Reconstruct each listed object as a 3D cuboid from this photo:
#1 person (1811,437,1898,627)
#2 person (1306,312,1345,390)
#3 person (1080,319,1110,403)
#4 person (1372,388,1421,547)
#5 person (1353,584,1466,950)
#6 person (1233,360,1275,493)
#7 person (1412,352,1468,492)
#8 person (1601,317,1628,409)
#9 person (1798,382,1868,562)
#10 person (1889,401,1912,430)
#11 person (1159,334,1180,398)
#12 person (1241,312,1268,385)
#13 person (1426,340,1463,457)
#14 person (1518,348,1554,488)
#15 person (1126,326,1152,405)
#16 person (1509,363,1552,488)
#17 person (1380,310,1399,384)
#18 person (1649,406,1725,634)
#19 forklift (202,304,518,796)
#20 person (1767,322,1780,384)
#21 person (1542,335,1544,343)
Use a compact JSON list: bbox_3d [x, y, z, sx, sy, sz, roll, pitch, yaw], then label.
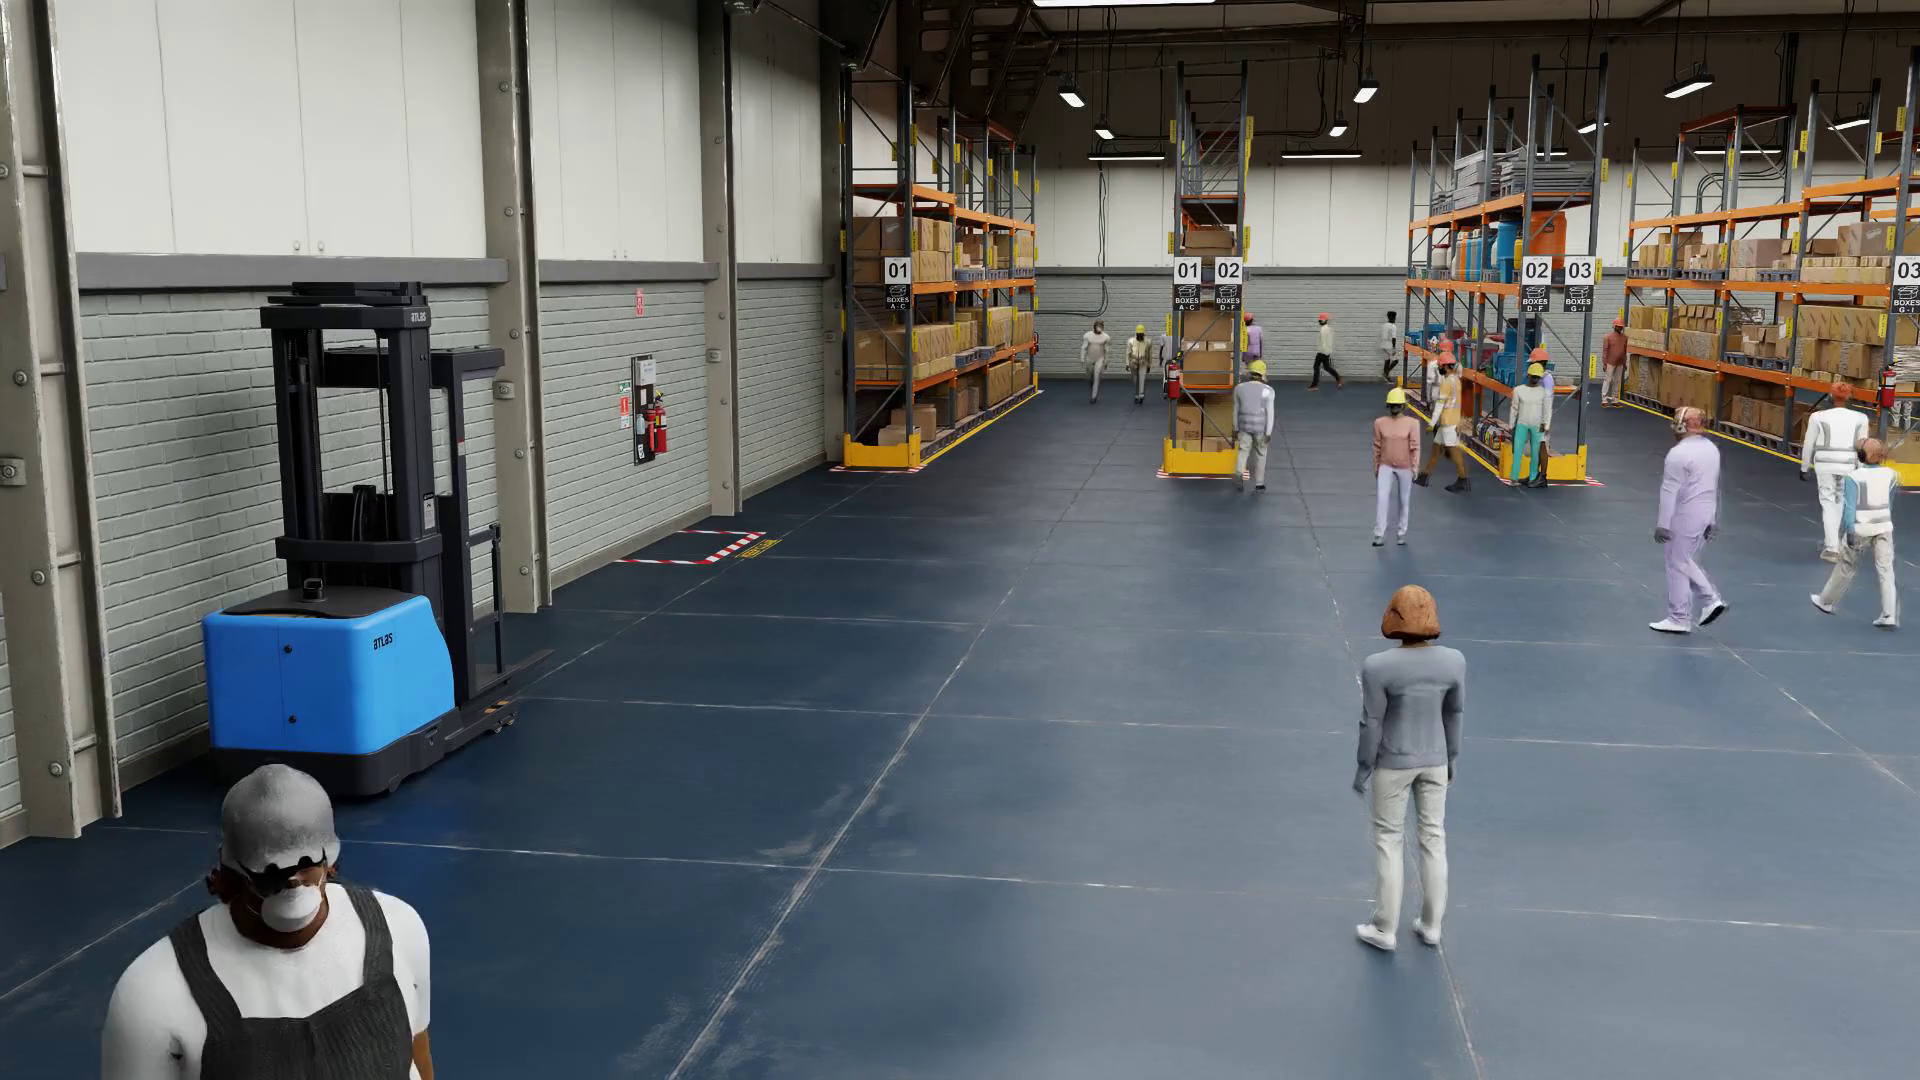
[{"bbox_3d":[7.758,-0.081,14.259,0.525,1.587,0.897,-1,9,-7],"label":"person"},{"bbox_3d":[9.242,-4.755,41.933,0.896,1.971,0.621,5,10,28],"label":"person"},{"bbox_3d":[3.121,-4.117,38.208,0.655,1.907,0.871,2,9,12],"label":"person"},{"bbox_3d":[4.731,-0.773,18.099,0.540,1.730,0.877,4,10,23],"label":"person"},{"bbox_3d":[1.997,1.008,7.398,0.504,1.632,0.267,-2,9,-12],"label":"person"},{"bbox_3d":[3.949,-1.526,22.478,0.586,1.816,0.737,4,10,25],"label":"person"},{"bbox_3d":[6.571,-1.625,22.821,0.954,1.890,0.571,5,10,27],"label":"person"},{"bbox_3d":[14.365,-3.881,36.449,0.621,1.990,0.396,-3,10,-17],"label":"person"},{"bbox_3d":[9.139,-0.733,17.481,0.573,1.849,0.848,1,9,6],"label":"person"},{"bbox_3d":[16.288,-2.467,28.810,0.513,1.642,0.313,-1,9,-7],"label":"person"},{"bbox_3d":[4.983,-4.297,39.536,0.532,1.836,0.931,2,9,12],"label":"person"},{"bbox_3d":[7.208,-4.590,40.852,0.661,1.990,0.644,-5,10,-27],"label":"person"},{"bbox_3d":[7.865,-2.299,27.015,0.570,1.883,0.974,2,9,10],"label":"person"},{"bbox_3d":[8.055,-1.710,23.232,0.369,1.933,0.553,0,9,-1],"label":"person"},{"bbox_3d":[4.044,-3.959,37.630,0.577,1.773,0.964,2,9,11],"label":"person"},{"bbox_3d":[7.856,-1.561,22.959,0.559,1.732,0.826,4,10,23],"label":"person"},{"bbox_3d":[11.420,-5.110,44.144,0.417,1.952,0.636,-3,10,-20],"label":"person"},{"bbox_3d":[6.043,-0.160,13.821,0.659,1.894,0.459,-8,12,-40],"label":"person"},{"bbox_3d":[-3.673,-0.038,10.147,1.129,2.768,1.873,1,9,9],"label":"forklift"},{"bbox_3d":[17.884,-3.871,36.662,0.641,1.916,0.873,6,11,32],"label":"person"},{"bbox_3d":[14.151,-4.535,41.133,0.919,1.783,0.612,-2,10,-15],"label":"person"}]
